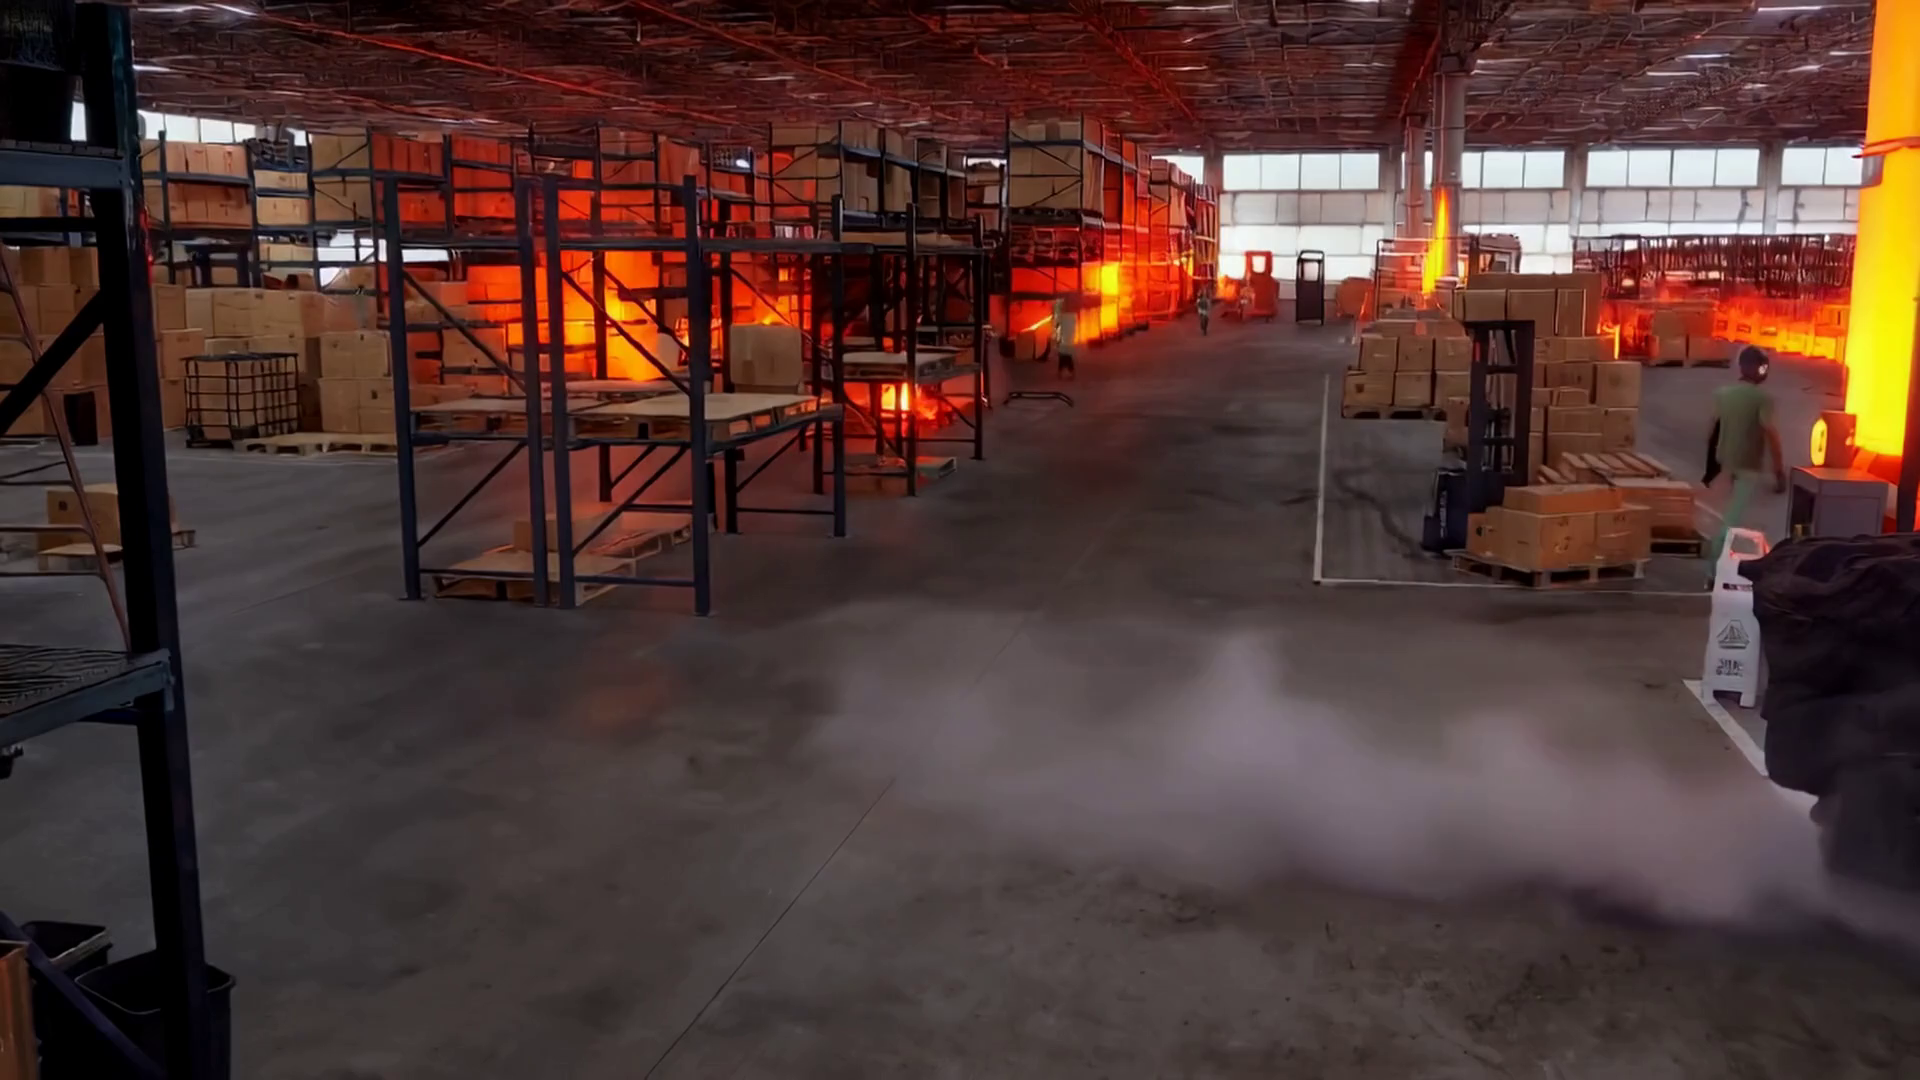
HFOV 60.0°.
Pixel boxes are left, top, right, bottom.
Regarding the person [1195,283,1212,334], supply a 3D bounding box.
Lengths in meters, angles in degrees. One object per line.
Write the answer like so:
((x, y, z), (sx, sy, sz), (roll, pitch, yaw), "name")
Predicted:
((8.112, -7.721, 55.460), (0.552, 1.675, 0.361), (1, 10, 8), "person")

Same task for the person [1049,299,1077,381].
((2.094, -4.086, 33.998), (0.843, 1.659, 0.551), (7, 12, 36), "person")

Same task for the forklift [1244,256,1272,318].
((12.415, -10.641, 69.215), (1.129, 2.768, 1.873), (2, 10, 12), "forklift")

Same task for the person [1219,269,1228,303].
((14.888, -14.335, 93.966), (0.547, 1.906, 0.857), (4, 10, 20), "person")

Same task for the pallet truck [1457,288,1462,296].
((20.506, -9.785, 68.819), (0.653, 1.274, 1.630), (2, 10, 12), "pallet truck")

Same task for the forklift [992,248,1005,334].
((1.507, -7.867, 52.792), (1.129, 2.768, 1.873), (2, 10, 12), "forklift")

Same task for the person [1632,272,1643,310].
((29.913, -10.912, 73.756), (0.792, 1.880, 0.671), (2, 10, 10), "person")

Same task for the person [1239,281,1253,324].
((11.045, -9.188, 64.238), (0.536, 1.652, 0.867), (2, 10, 13), "person")

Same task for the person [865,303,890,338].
((-1.654, -4.226, 34.169), (0.805, 1.894, 0.598), (-9, 13, -42), "person")

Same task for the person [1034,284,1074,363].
((2.307, -5.194, 39.916), (0.987, 1.885, 0.563), (2, 10, 13), "person")

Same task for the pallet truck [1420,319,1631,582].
((4.543, -0.757, 13.299), (0.823, 1.965, 1.885), (-4, 10, -22), "pallet truck")

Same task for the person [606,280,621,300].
((-8.749, -5.587, 42.019), (0.640, 1.951, 0.603), (7, 12, 35), "person")

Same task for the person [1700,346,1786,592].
((5.943, -0.528, 12.440), (0.900, 1.822, 0.574), (-4, 10, -23), "person")

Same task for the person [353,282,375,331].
((-15.391, -5.752, 43.215), (0.879, 1.873, 0.673), (1, 10, 6), "person")

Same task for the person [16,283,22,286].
((-21.165, -4.821, 37.567), (1.057, 1.937, 0.641), (6, 11, 31), "person")

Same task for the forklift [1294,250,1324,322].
((13.778, -10.002, 65.433), (1.129, 2.768, 1.873), (2, 10, 12), "forklift")

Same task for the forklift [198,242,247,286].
((-15.682, -4.955, 35.548), (1.129, 2.768, 1.873), (-2, 10, -11), "forklift")
